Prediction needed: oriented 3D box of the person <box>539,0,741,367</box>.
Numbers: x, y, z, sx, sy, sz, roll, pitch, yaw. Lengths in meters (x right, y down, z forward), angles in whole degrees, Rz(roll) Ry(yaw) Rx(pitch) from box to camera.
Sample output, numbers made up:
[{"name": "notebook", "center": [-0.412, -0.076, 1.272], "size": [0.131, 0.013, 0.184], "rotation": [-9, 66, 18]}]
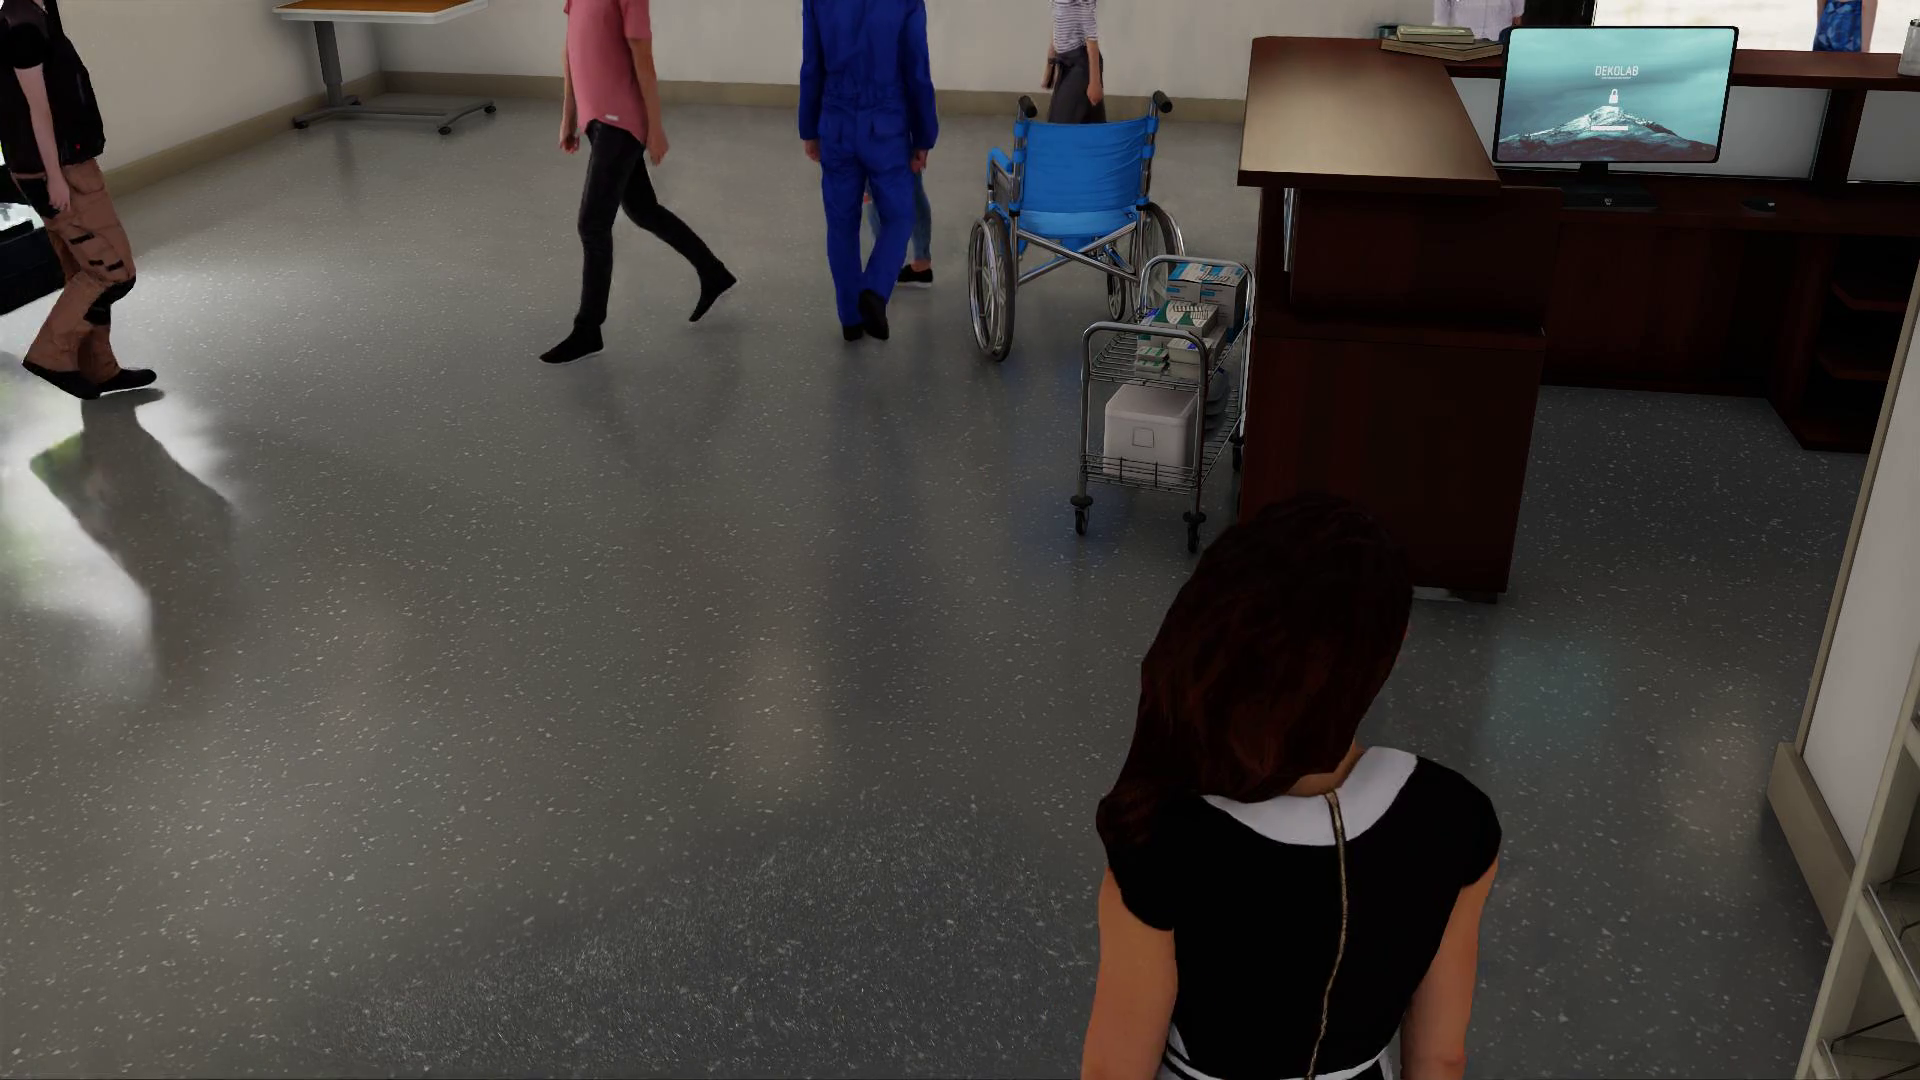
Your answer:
[{"name": "person", "center": [-1.342, -1.725, 6.952], "size": [1.288, 1.911, 1.178], "rotation": [-19, 32, -34]}]

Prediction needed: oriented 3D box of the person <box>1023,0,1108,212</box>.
[{"name": "person", "center": [0.682, -2.383, 8.564], "size": [0.952, 1.696, 1.030], "rotation": [-2, 26, -4]}]

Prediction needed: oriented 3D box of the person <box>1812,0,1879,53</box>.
[{"name": "person", "center": [4.864, -2.734, 9.192], "size": [0.717, 1.784, 0.630], "rotation": [-5, 26, -11]}]

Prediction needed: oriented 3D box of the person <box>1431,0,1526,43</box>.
[{"name": "person", "center": [3.088, -2.970, 9.809], "size": [0.706, 1.674, 0.725], "rotation": [3, 26, 6]}]

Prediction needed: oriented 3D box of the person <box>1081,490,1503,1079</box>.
[{"name": "person", "center": [0.344, 0.823, 1.812], "size": [0.732, 1.786, 0.844], "rotation": [-5, 26, -10]}]

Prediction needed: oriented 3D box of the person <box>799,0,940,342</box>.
[{"name": "person", "center": [-0.401, -1.656, 6.936], "size": [0.770, 1.802, 0.891], "rotation": [2, 26, 4]}]

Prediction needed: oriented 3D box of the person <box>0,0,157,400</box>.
[{"name": "person", "center": [-3.564, -1.400, 6.385], "size": [0.921, 1.818, 0.842], "rotation": [-9, 27, -18]}]
